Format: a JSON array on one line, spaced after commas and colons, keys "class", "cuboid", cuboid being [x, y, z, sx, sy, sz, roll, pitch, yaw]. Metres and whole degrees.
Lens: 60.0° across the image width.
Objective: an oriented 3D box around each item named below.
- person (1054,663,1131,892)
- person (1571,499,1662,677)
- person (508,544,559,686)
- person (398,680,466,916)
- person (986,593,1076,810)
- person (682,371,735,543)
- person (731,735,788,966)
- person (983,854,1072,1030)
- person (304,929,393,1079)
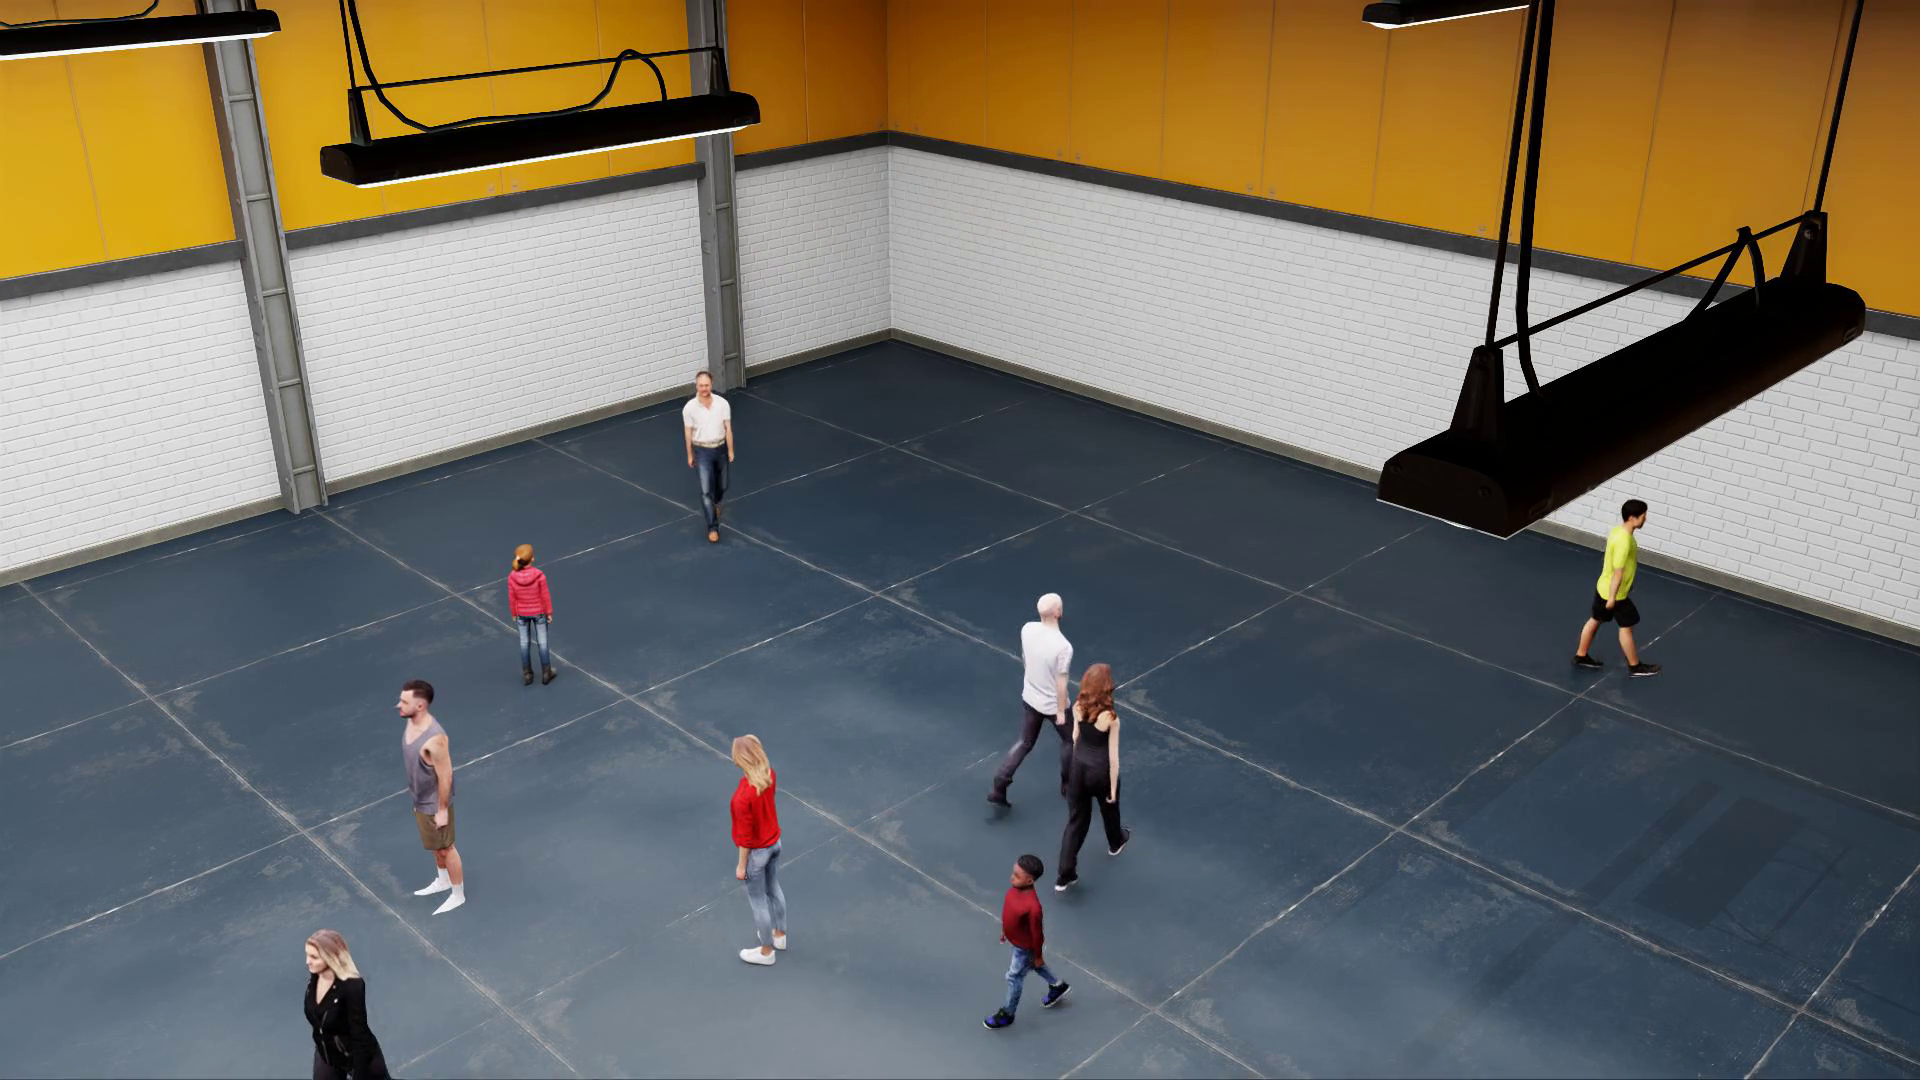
[{"class": "person", "cuboid": [0.889, 1.720, 11.893, 0.765, 1.698, 1.189, 14, 27, 28]}, {"class": "person", "cuboid": [5.774, 0.421, 14.884, 0.999, 1.681, 1.007, 4, 24, 9]}, {"class": "person", "cuboid": [-3.821, 0.657, 14.801, 0.584, 1.317, 0.648, -1, 24, -1]}, {"class": "person", "cuboid": [-3.716, 1.794, 11.694, 0.620, 1.845, 0.662, -16, 28, -33]}, {"class": "person", "cuboid": [0.578, 1.276, 12.774, 1.219, 1.806, 0.708, -20, 31, -38]}, {"class": "person", "cuboid": [-2.675, -0.959, 17.849, 1.141, 1.835, 1.109, -4, 24, -9]}, {"class": "person", "cuboid": [-1.343, 2.064, 11.097, 0.748, 1.704, 0.588, 10, 25, 21]}, {"class": "person", "cuboid": [0.474, 2.521, 10.621, 0.924, 1.249, 0.761, -6, 24, -13]}, {"class": "person", "cuboid": [-3.333, 2.868, 9.328, 0.845, 1.648, 1.210, 12, 26, 25]}]
